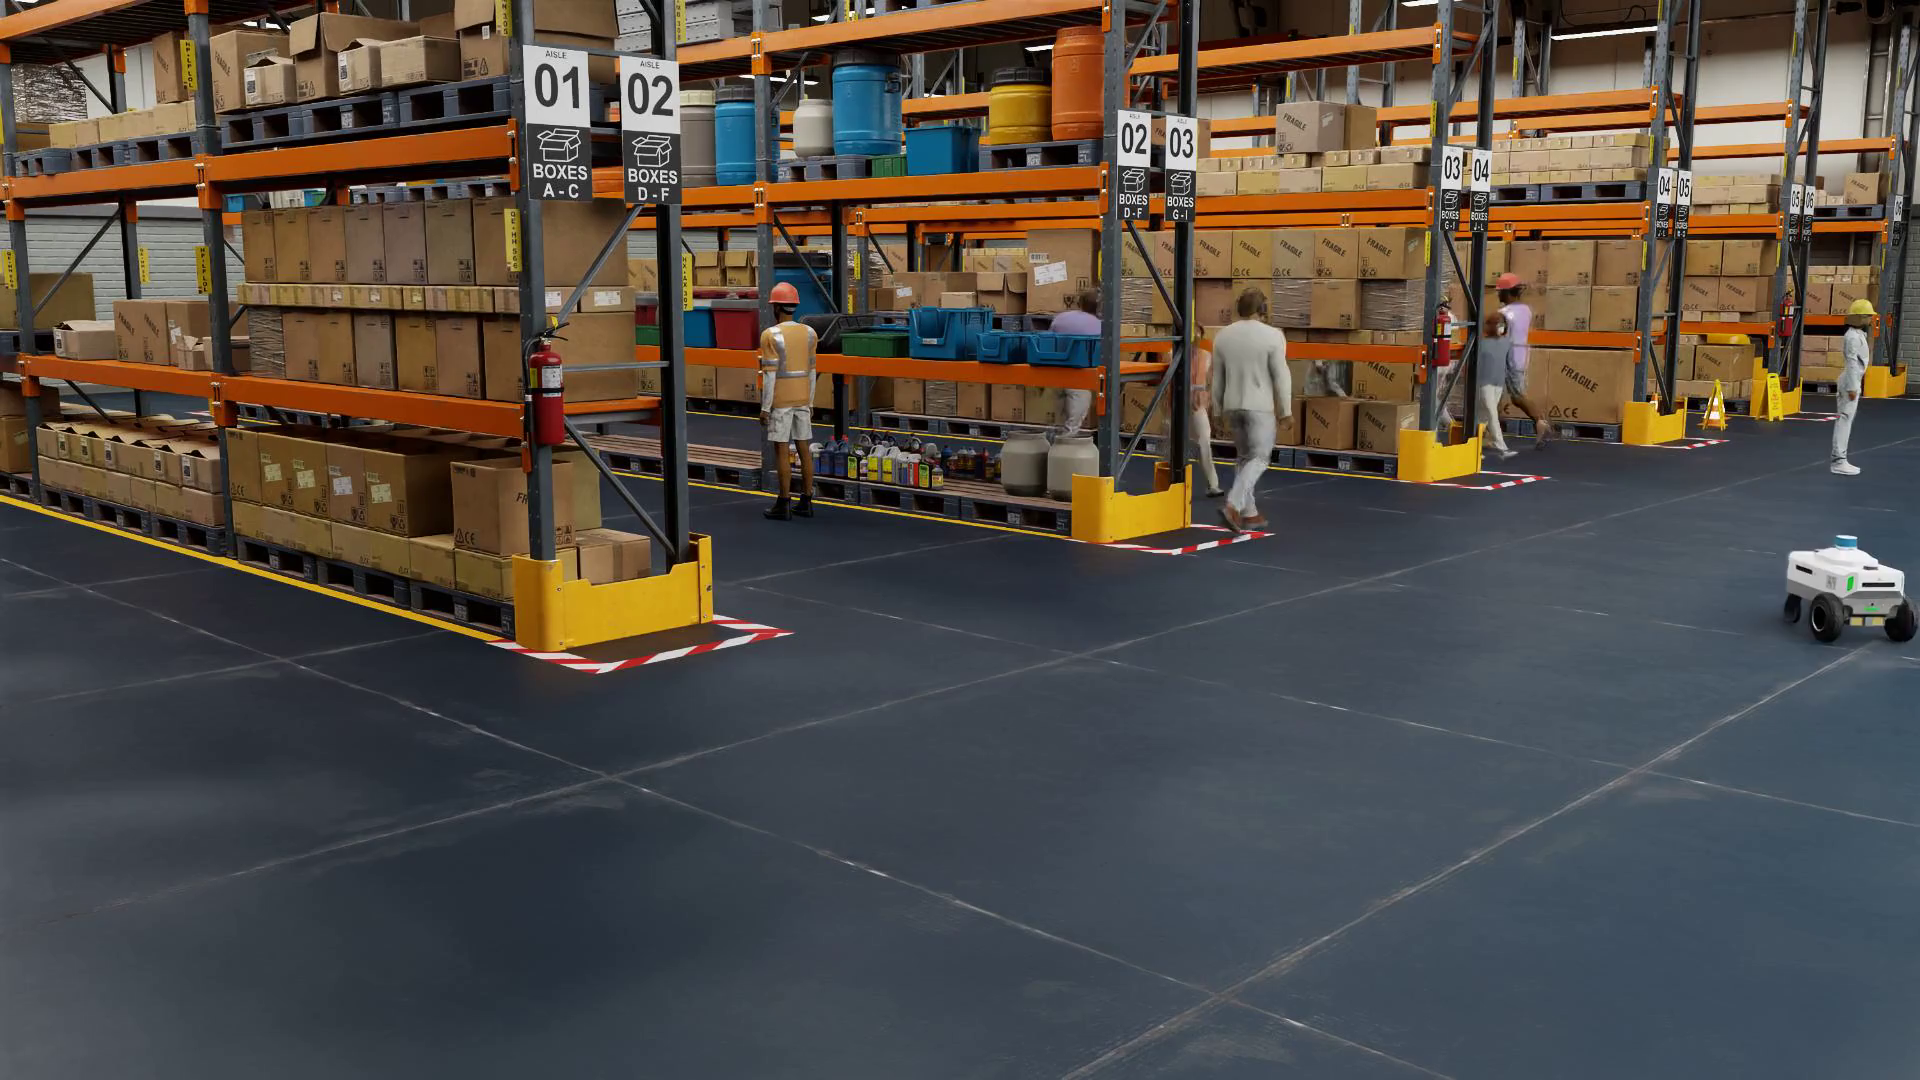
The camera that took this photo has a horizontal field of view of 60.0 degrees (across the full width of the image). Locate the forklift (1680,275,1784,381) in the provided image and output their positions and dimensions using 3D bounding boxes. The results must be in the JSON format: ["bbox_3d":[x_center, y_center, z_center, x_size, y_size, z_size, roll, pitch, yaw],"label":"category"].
[{"bbox_3d":[12.480,-3.427,27.053,1.214,2.155,2.313,9,13,43],"label":"forklift"}]

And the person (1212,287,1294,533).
[{"bbox_3d":[2.218,-0.998,12.914,0.646,1.916,0.737,9,13,44],"label":"person"}]

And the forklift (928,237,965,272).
[{"bbox_3d":[-0.326,-5.817,39.609,1.129,2.768,1.873,9,13,43],"label":"forklift"}]

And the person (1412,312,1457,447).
[{"bbox_3d":[5.303,-1.904,18.583,0.580,1.874,0.448,-8,12,-41],"label":"person"}]

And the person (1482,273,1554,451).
[{"bbox_3d":[6.235,-1.989,18.666,0.610,2.015,0.869,-7,11,-36],"label":"person"}]

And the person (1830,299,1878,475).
[{"bbox_3d":[9.006,-1.541,16.747,0.316,1.743,0.497,5,11,30],"label":"person"}]

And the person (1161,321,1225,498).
[{"bbox_3d":[2.069,-1.187,15.048,0.495,1.583,0.906,-3,10,-20],"label":"person"}]

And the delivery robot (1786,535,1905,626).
[{"bbox_3d":[5.013,0.218,9.434,0.477,0.478,0.707,0,9,-1],"label":"delivery robot"}]

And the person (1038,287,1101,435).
[{"bbox_3d":[1.132,-1.441,15.712,0.712,1.882,0.719,8,12,40],"label":"person"}]

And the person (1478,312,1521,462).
[{"bbox_3d":[5.703,-1.622,17.709,0.511,1.582,0.880,-4,10,-25],"label":"person"}]

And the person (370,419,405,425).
[{"bbox_3d":[-5.295,-1.270,15.409,0.279,1.634,0.499,8,12,40],"label":"person"}]

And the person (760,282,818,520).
[{"bbox_3d":[-1.430,-1.147,13.729,0.542,1.938,0.357,-9,13,-43],"label":"person"}]

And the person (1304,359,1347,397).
[{"bbox_3d":[4.803,-2.379,21.713,0.834,1.803,0.595,8,12,41],"label":"person"}]
